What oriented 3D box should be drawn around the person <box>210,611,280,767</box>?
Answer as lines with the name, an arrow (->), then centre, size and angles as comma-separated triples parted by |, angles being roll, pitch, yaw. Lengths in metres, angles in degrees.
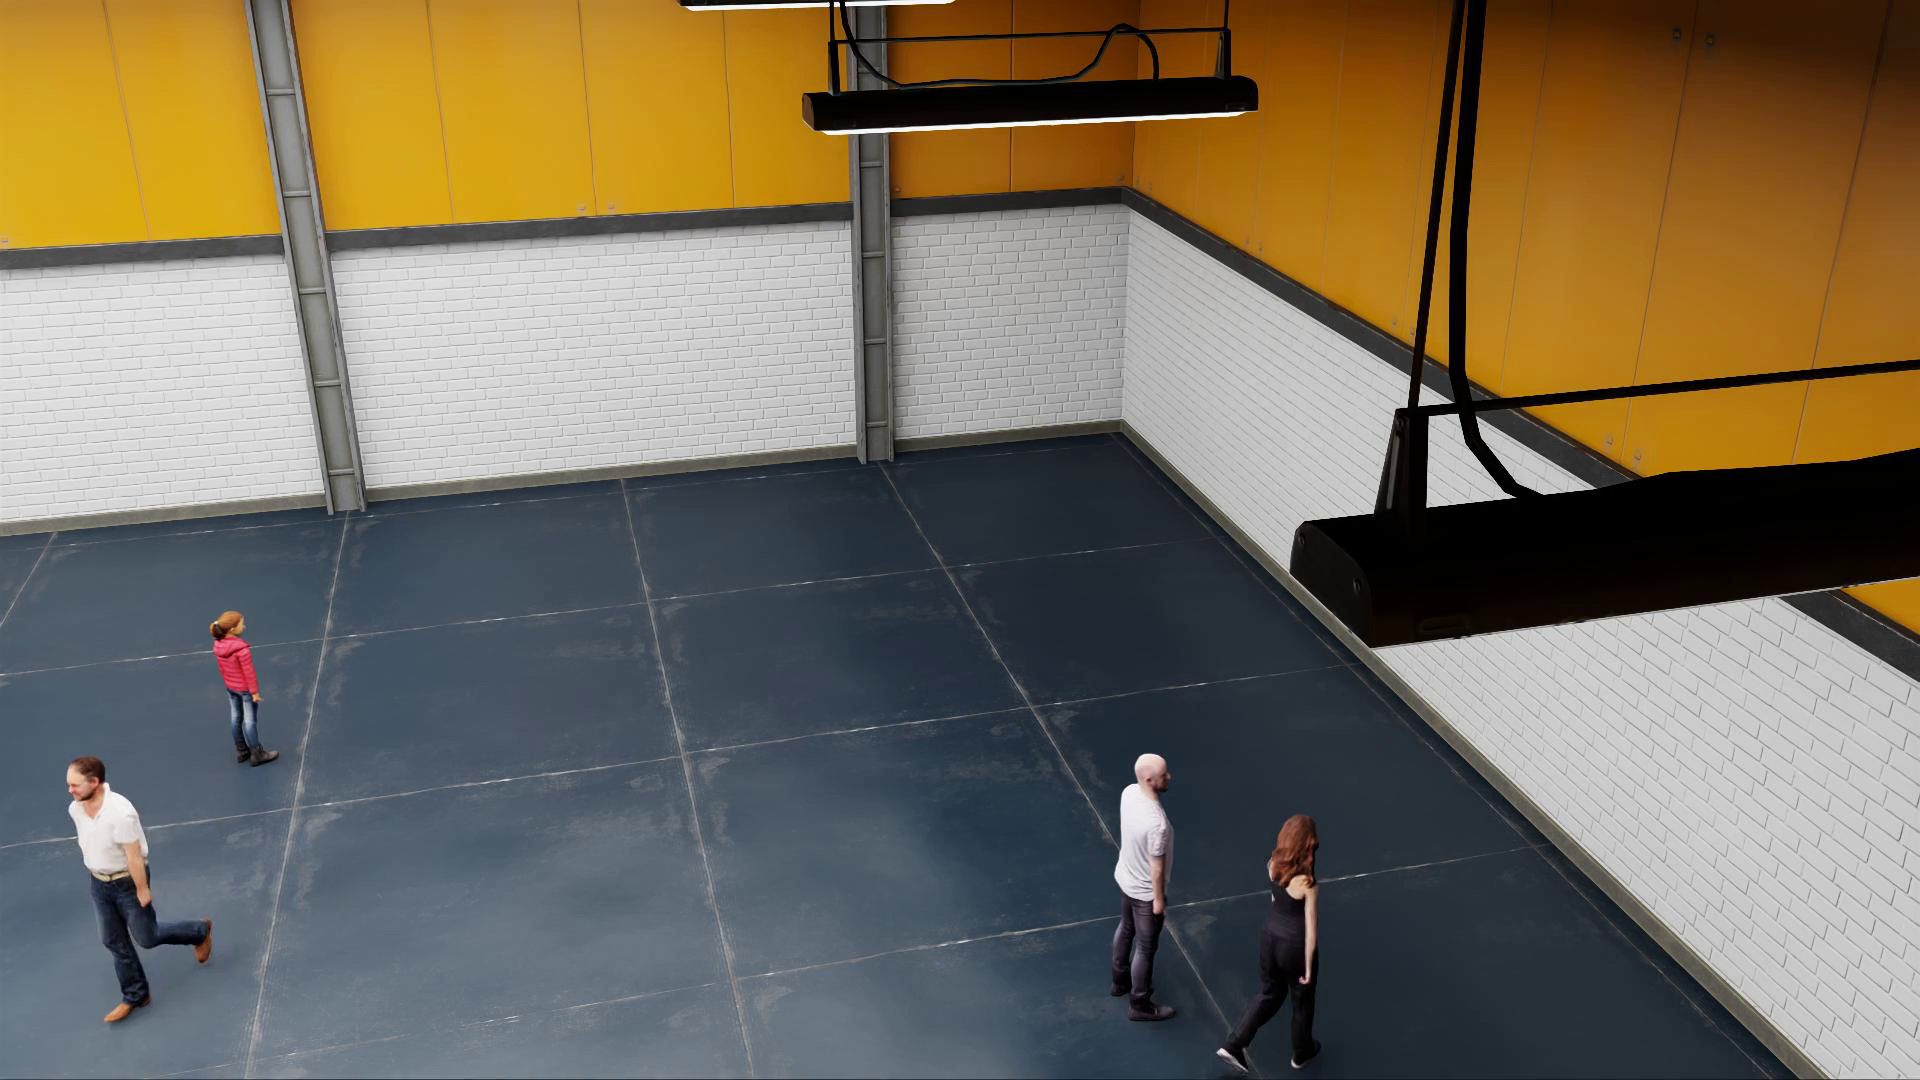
person -> -5.769, 1.187, 13.317 | 0.585, 1.313, 0.645 | 13, 27, 28

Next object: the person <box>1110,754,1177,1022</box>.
person -> 1.143, 2.156, 10.452 | 0.565, 1.831, 0.640 | -6, 24, -14

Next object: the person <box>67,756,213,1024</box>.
person -> -5.217, 2.126, 10.521 | 1.091, 1.832, 1.120 | 10, 25, 21

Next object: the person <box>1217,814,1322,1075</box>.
person -> 1.877, 2.449, 9.923 | 1.034, 1.719, 0.829 | -16, 28, -32
